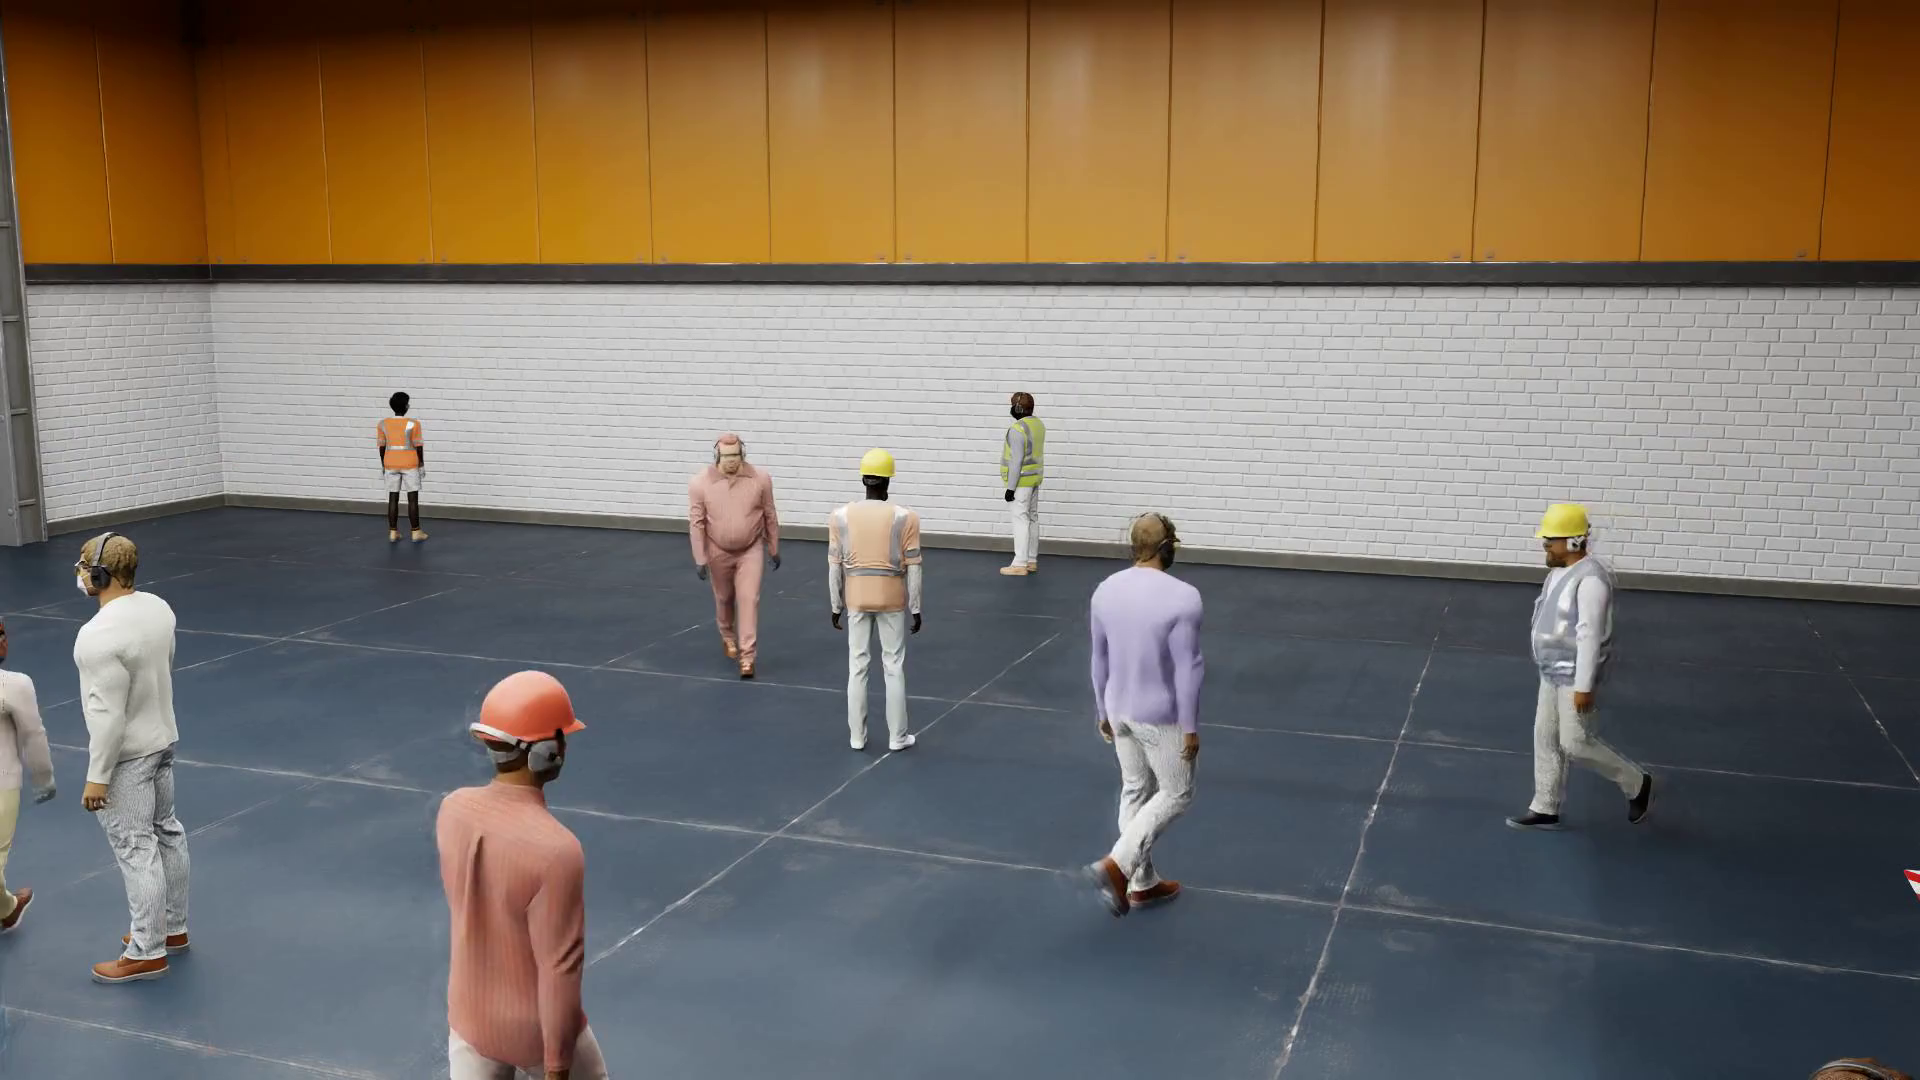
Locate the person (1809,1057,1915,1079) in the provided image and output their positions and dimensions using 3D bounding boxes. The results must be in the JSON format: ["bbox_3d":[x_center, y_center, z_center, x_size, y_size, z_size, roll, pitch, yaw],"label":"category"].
[{"bbox_3d":[1.371,1.698,2.652,0.627,1.843,0.429,6,11,34],"label":"person"}]

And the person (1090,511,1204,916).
[{"bbox_3d":[0.824,0.832,7.780,0.574,1.923,0.645,-8,12,-41],"label":"person"}]

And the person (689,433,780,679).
[{"bbox_3d":[-1.722,0.083,12.733,0.682,1.855,1.054,-1,9,-7],"label":"person"}]

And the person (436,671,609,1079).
[{"bbox_3d":[-1.259,1.330,4.643,0.603,1.950,1.028,6,11,33],"label":"person"}]

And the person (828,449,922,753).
[{"bbox_3d":[-0.529,0.385,10.532,0.594,1.924,0.382,1,9,8],"label":"person"}]

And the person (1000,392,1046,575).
[{"bbox_3d":[0.616,-0.568,16.713,0.429,1.844,0.627,4,10,25],"label":"person"}]

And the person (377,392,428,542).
[{"bbox_3d":[-6.272,-0.821,18.724,0.540,1.695,0.317,1,9,7],"label":"person"}]

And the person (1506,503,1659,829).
[{"bbox_3d":[3.371,0.705,8.939,0.693,1.807,0.615,0,9,0],"label":"person"}]

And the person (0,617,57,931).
[{"bbox_3d":[-4.247,1.070,7.301,0.511,1.587,0.841,0,9,-1],"label":"person"}]

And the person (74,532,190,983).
[{"bbox_3d":[-3.571,0.925,7.146,0.371,1.941,0.627,0,9,-2],"label":"person"}]
